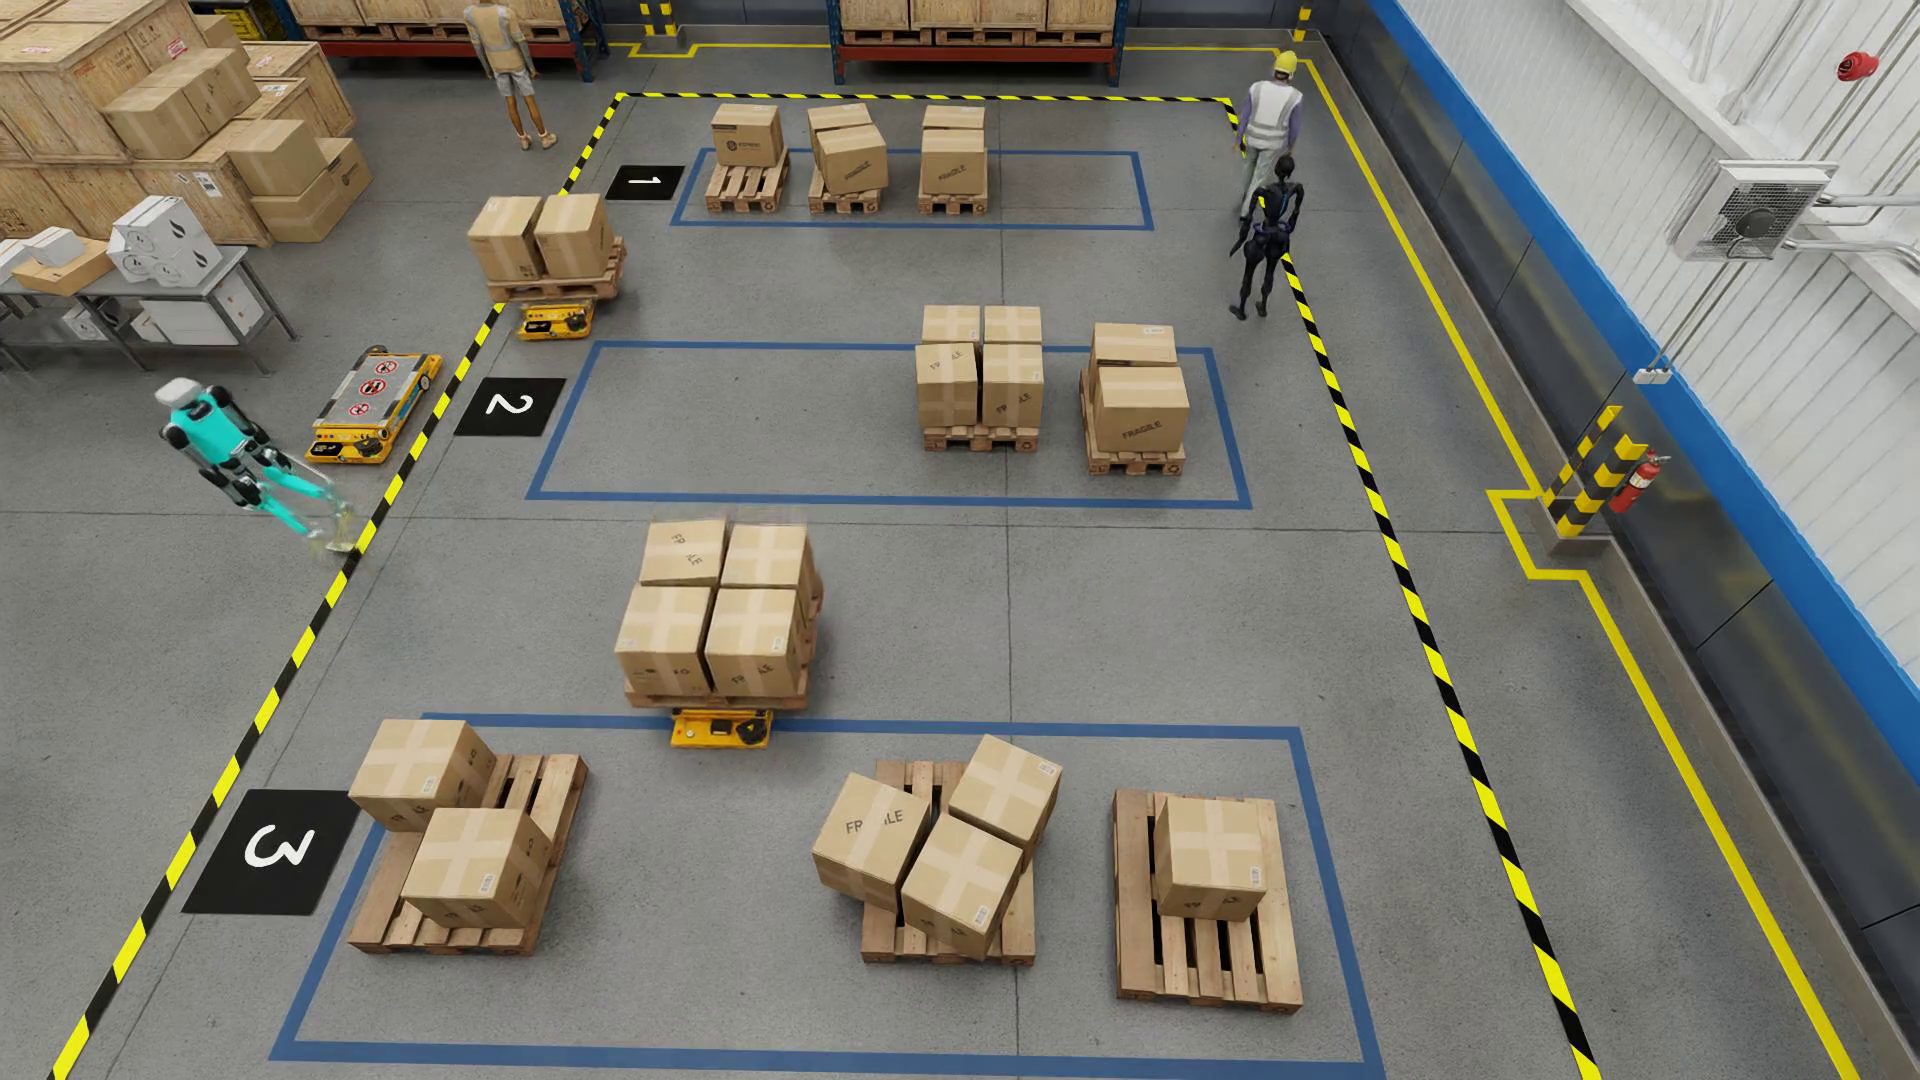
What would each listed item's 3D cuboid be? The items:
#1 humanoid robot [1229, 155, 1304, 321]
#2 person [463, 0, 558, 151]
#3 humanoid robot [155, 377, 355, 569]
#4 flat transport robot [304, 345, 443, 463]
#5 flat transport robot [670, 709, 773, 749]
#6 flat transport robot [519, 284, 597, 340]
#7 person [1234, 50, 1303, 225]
[{"bbox_3d":[2.965,-2.917,8.903,0.599,1.657,0.315,-8,50,-7],"label":"humanoid robot"},{"bbox_3d":[-5.462,-5.766,11.088,0.613,2.036,0.387,-2,50,-2],"label":"person"},{"bbox_3d":[-5.002,-0.408,6.779,0.752,1.817,0.539,9,50,7],"label":"humanoid robot"},{"bbox_3d":[-5.383,-1.269,8.441,0.659,0.231,1.431,1,50,1],"label":"flat transport robot"},{"bbox_3d":[-1.631,0.822,6.653,0.652,0.197,1.431,1,50,1],"label":"flat transport robot"},{"bbox_3d":[-4.118,-2.619,9.564,0.652,0.197,1.431,-4,50,-3],"label":"flat transport robot"},{"bbox_3d":[3.428,-4.489,10.162,0.625,1.789,0.887,24,54,19],"label":"person"}]
